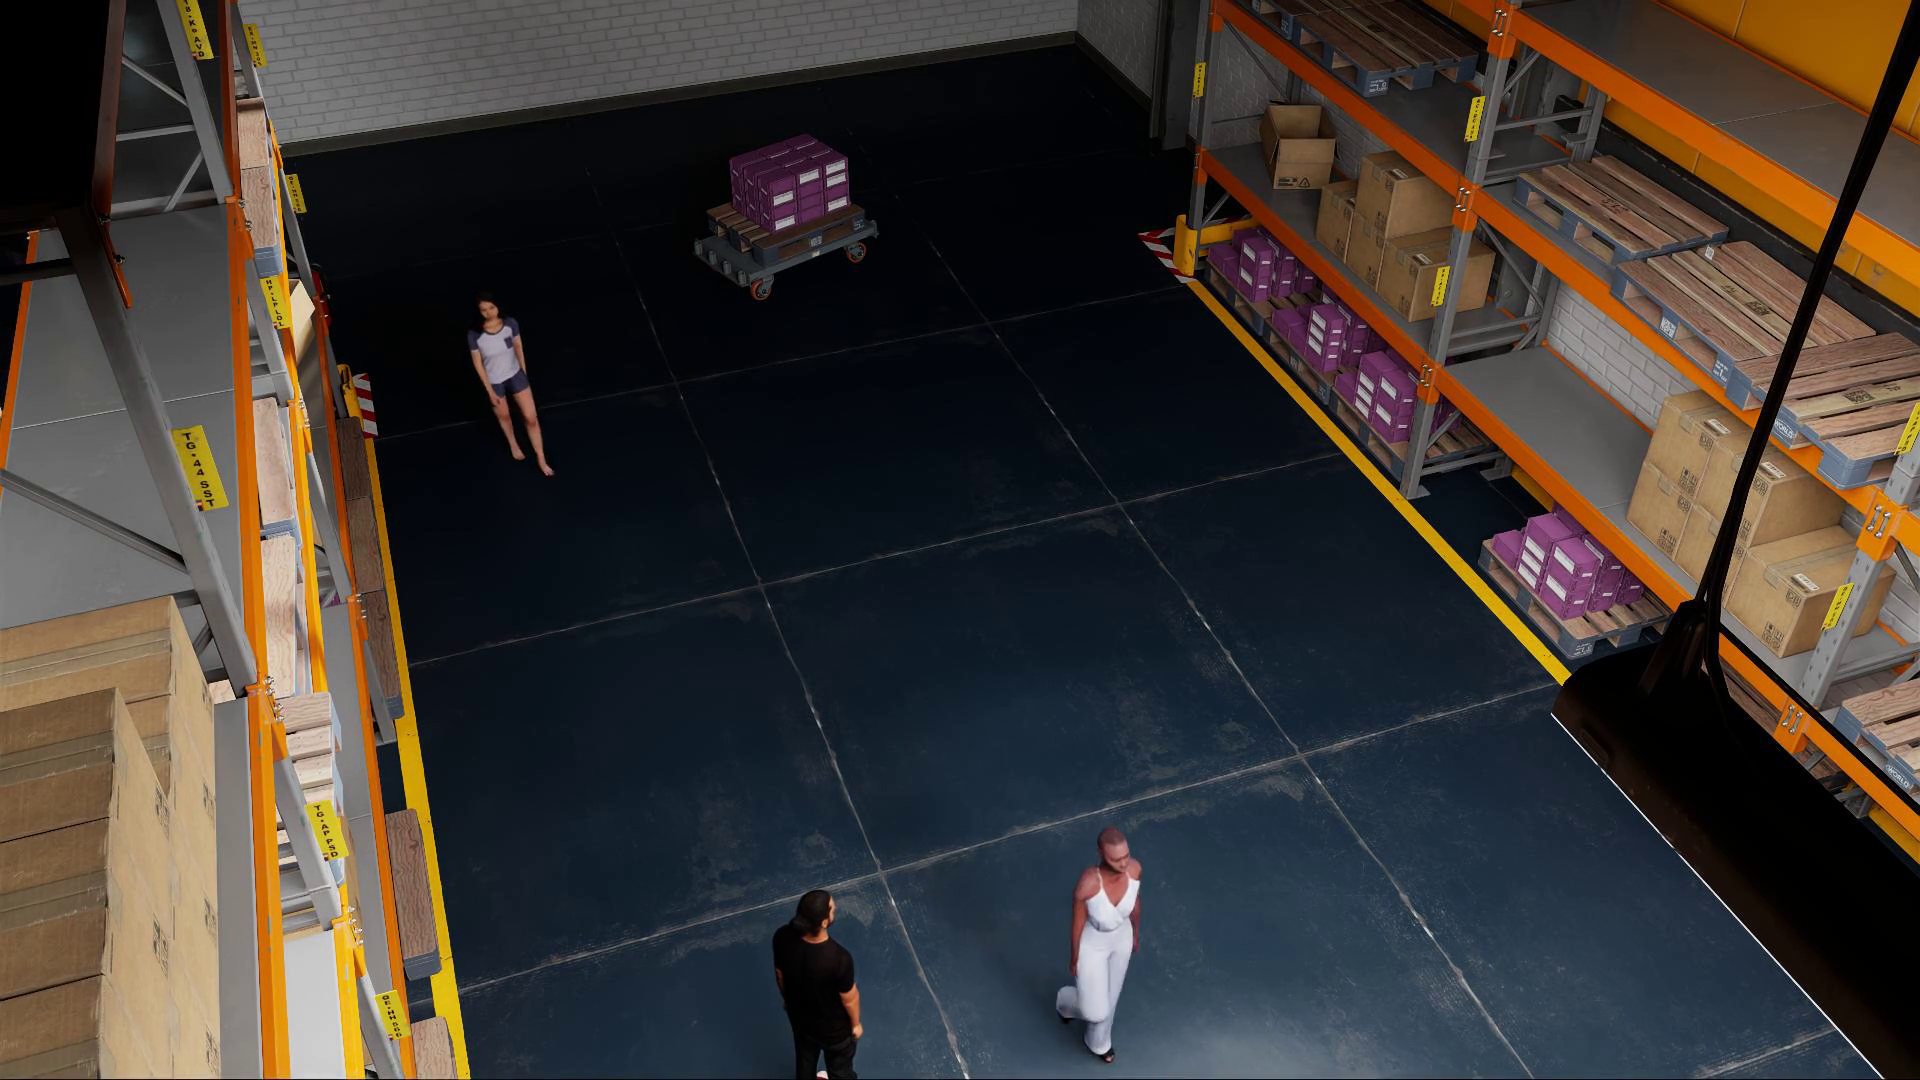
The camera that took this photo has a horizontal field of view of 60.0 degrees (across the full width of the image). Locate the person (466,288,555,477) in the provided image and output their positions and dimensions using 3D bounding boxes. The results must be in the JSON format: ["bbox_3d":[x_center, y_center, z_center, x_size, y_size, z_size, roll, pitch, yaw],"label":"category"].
[{"bbox_3d":[-3.739,-1.347,13.503,0.677,1.678,0.909,-21,43,-24],"label":"person"}]

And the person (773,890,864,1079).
[{"bbox_3d":[-0.726,2.466,8.666,0.700,1.755,0.768,18,42,21],"label":"person"}]

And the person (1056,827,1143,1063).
[{"bbox_3d":[0.721,2.153,9.042,0.669,1.774,0.771,-21,43,-24],"label":"person"}]
